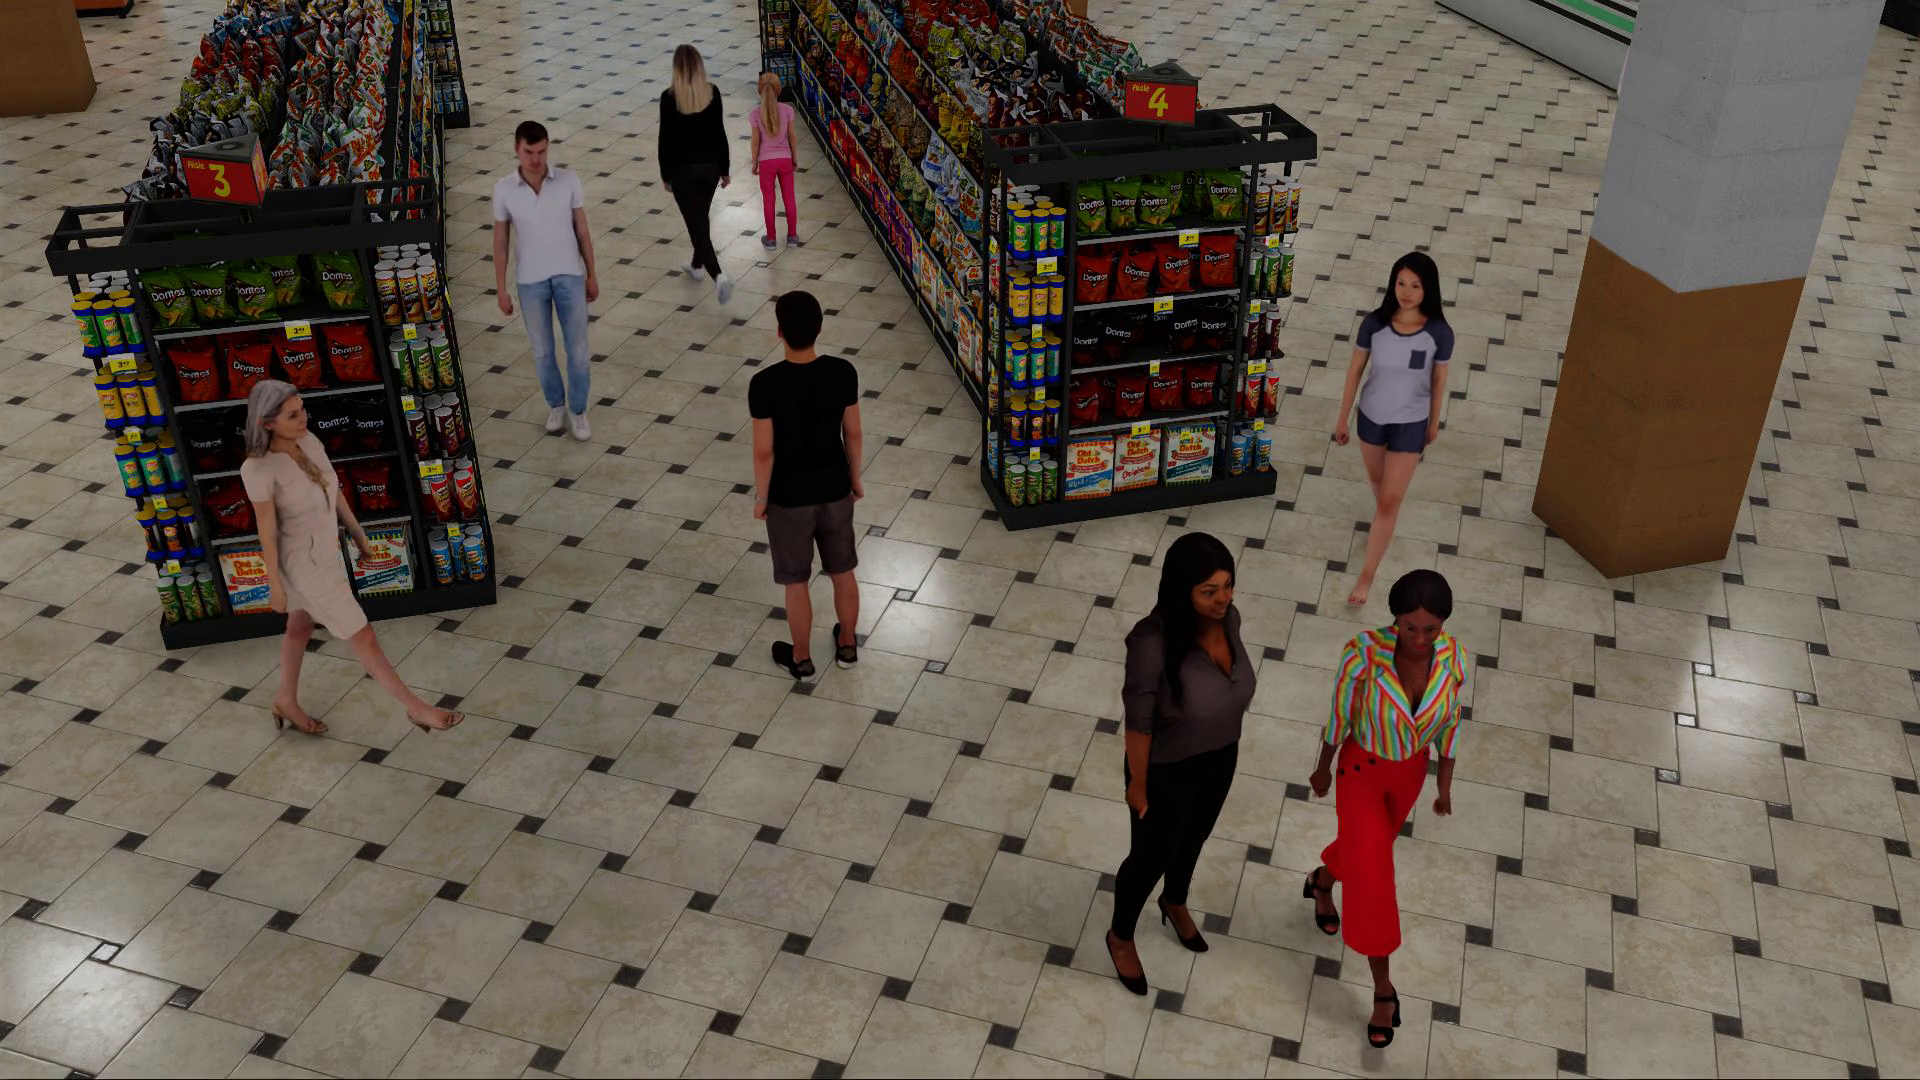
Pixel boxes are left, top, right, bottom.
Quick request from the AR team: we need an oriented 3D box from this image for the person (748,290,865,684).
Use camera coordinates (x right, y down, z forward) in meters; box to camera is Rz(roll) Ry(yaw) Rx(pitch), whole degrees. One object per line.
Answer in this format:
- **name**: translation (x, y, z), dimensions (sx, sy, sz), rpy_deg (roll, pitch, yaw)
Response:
- **person**: translation (-0.661, -0.215, 7.269), dimensions (0.699, 1.861, 0.627), rpy_deg (-13, 34, -20)

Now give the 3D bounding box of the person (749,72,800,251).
- **person**: translation (-1.312, -2.697, 11.819), dimensions (0.477, 1.269, 0.496), rpy_deg (-8, 33, -13)

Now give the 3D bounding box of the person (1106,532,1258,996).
- **person**: translation (0.743, 0.765, 5.712), dimensions (0.744, 1.841, 0.746), rpy_deg (-25, 40, -34)

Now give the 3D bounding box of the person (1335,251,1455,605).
- **person**: translation (2.121, -0.600, 8.085), dimensions (1.087, 1.653, 1.178), rpy_deg (15, 35, 23)

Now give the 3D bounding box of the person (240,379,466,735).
- **person**: translation (-2.771, 0.133, 6.867), dimensions (0.933, 1.695, 1.124), rpy_deg (3, 32, 5)

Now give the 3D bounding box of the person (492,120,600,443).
- **person**: translation (-2.296, -1.477, 9.324), dimensions (0.716, 1.833, 0.707), rpy_deg (-5, 32, -8)

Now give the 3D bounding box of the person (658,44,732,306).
- **person**: translation (-1.703, -2.360, 10.912), dimensions (0.797, 1.654, 1.187), rpy_deg (-16, 35, -24)

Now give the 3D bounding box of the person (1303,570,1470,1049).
- **person**: translation (1.417, 0.810, 5.734), dimensions (0.649, 1.742, 1.057), rpy_deg (-9, 33, -14)
